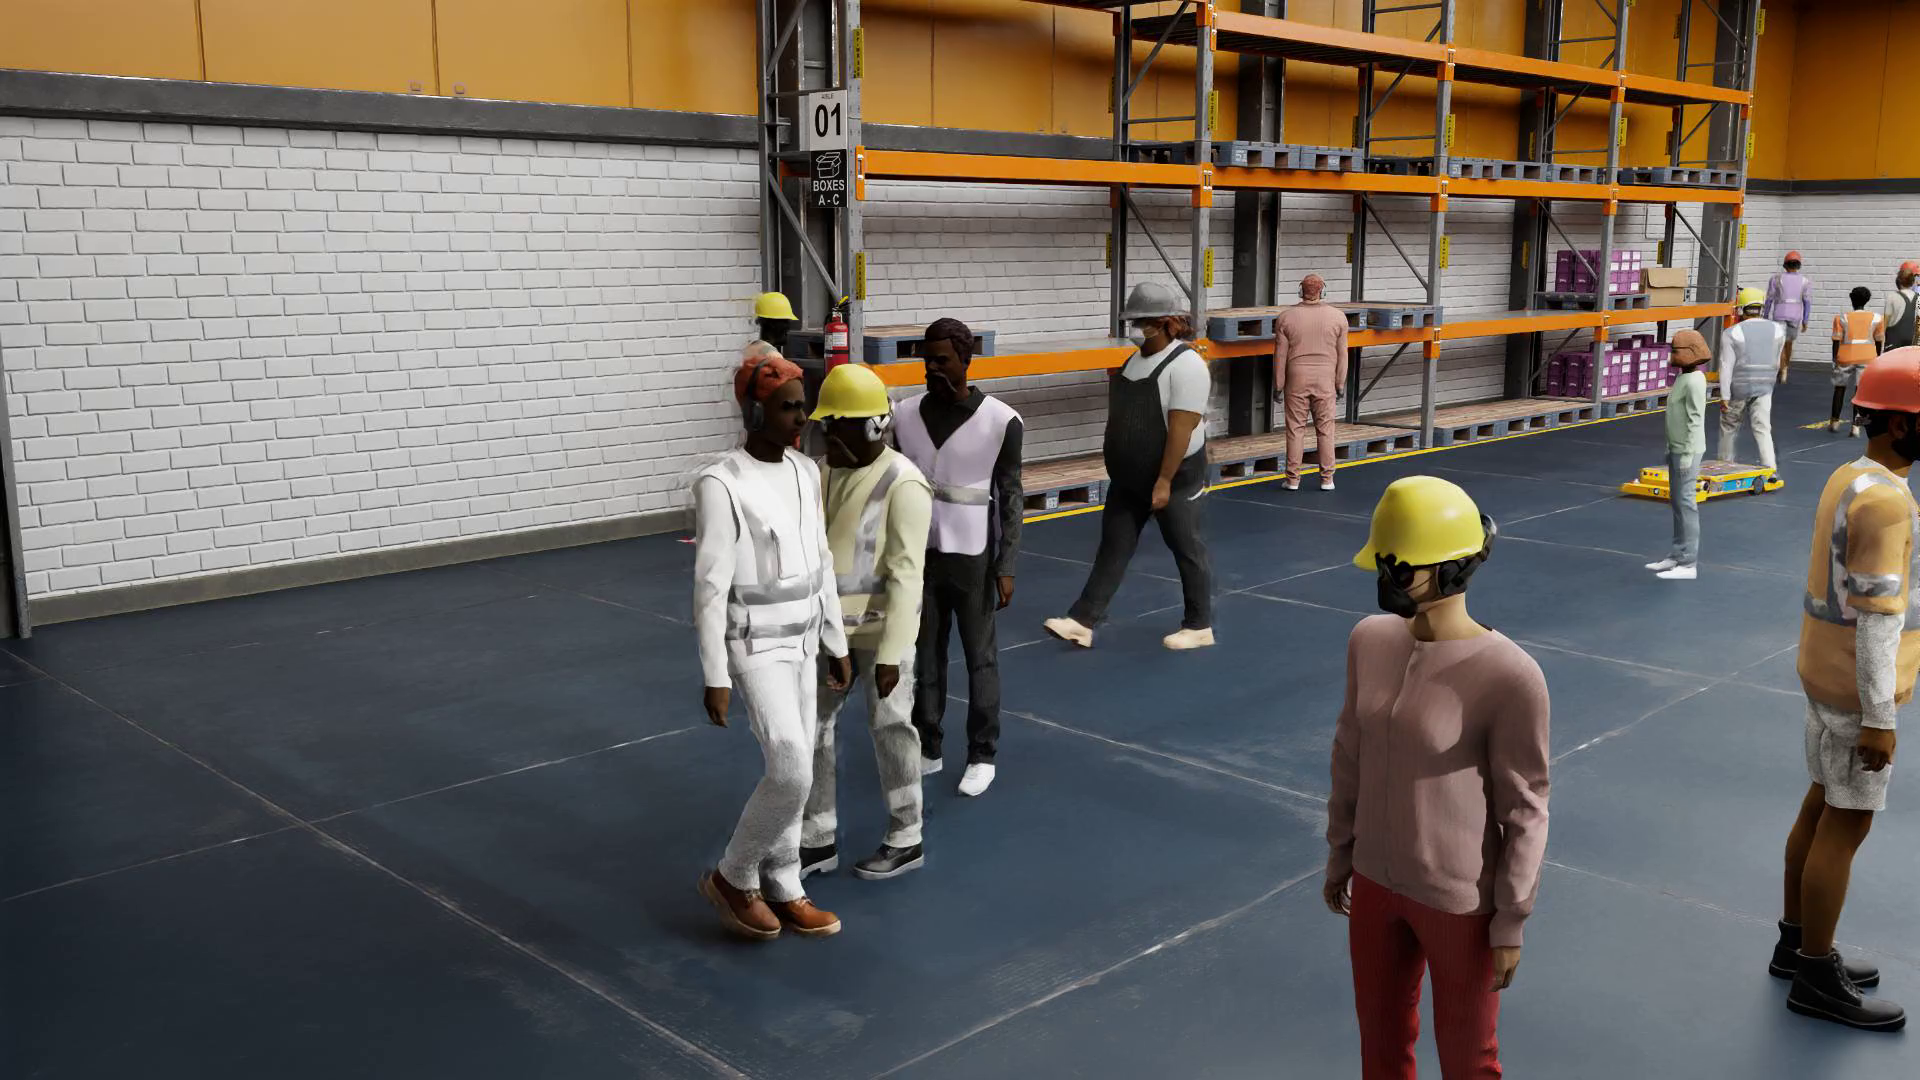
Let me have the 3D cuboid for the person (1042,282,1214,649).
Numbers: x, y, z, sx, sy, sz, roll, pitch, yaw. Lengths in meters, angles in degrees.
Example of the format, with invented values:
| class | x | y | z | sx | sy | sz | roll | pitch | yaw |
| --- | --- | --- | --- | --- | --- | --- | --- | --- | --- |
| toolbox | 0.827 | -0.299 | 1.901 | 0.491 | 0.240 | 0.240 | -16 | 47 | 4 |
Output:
| class | x | y | z | sx | sy | sz | roll | pitch | yaw |
| --- | --- | --- | --- | --- | --- | --- | --- | --- | --- |
| person | 0.958 | -0.392 | 8.881 | 0.990 | 2.000 | 0.686 | -6 | 12 | -31 |

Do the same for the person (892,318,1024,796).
| class | x | y | z | sx | sy | sz | roll | pitch | yaw |
| --- | --- | --- | --- | --- | --- | --- | --- | --- | --- |
| person | -0.018 | 0.065 | 6.722 | 0.590 | 1.919 | 0.395 | 6 | 12 | 29 |

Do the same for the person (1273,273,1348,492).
| class | x | y | z | sx | sy | sz | roll | pitch | yaw |
| --- | --- | --- | --- | --- | --- | --- | --- | --- | --- |
| person | 3.066 | -1.373 | 14.595 | 0.642 | 1.910 | 0.401 | 1 | 10 | 7 |

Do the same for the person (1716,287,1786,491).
| class | x | y | z | sx | sy | sz | roll | pitch | yaw |
| --- | --- | --- | --- | --- | --- | --- | --- | --- | --- |
| person | 6.999 | -1.339 | 14.729 | 0.573 | 1.793 | 0.853 | 0 | 10 | 1 |

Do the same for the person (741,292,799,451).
| class | x | y | z | sx | sy | sz | roll | pitch | yaw |
| --- | --- | --- | --- | --- | --- | --- | --- | --- | --- |
| person | -1.285 | -0.691 | 10.961 | 0.991 | 1.882 | 0.605 | -3 | 11 | -16 |

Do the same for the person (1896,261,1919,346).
| class | x | y | z | sx | sy | sz | roll | pitch | yaw |
| --- | --- | --- | --- | --- | --- | --- | --- | --- | --- |
| person | 13.265 | -2.976 | 23.398 | 0.958 | 1.879 | 0.545 | 0 | 10 | 2 |

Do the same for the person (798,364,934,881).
| class | x | y | z | sx | sy | sz | roll | pitch | yaw |
| --- | --- | --- | --- | --- | --- | --- | --- | --- | --- |
| person | -0.406 | 0.314 | 5.657 | 0.708 | 1.805 | 0.614 | -9 | 14 | -40 |

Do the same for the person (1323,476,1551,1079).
| class | x | y | z | sx | sy | sz | roll | pitch | yaw |
| --- | --- | --- | --- | --- | --- | --- | --- | --- | --- |
| person | 0.961 | 0.737 | 3.493 | 0.327 | 1.761 | 0.533 | -7 | 12 | -32 |

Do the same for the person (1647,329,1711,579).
| class | x | y | z | sx | sy | sz | roll | pitch | yaw |
| --- | --- | --- | --- | --- | --- | --- | --- | --- | --- |
| person | 4.739 | -0.561 | 10.917 | 0.266 | 1.632 | 0.506 | 3 | 11 | 13 |

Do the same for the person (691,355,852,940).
| class | x | y | z | sx | sy | sz | roll | pitch | yaw |
| --- | --- | --- | --- | --- | --- | --- | --- | --- | --- |
| person | -0.561 | 0.363 | 5.213 | 0.409 | 1.870 | 0.610 | 5 | 12 | 27 |

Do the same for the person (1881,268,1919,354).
| class | x | y | z | sx | sy | sz | roll | pitch | yaw |
| --- | --- | --- | --- | --- | --- | --- | --- | --- | --- |
| person | 12.025 | -2.544 | 21.200 | 0.517 | 1.829 | 0.748 | -2 | 11 | -9 |

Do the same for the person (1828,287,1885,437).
| class | x | y | z | sx | sy | sz | roll | pitch | yaw |
| --- | --- | --- | --- | --- | --- | --- | --- | --- | --- |
| person | 10.088 | -2.012 | 18.746 | 0.546 | 1.659 | 0.818 | 4 | 11 | 23 |

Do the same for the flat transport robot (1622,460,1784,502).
| class | x | y | z | sx | sy | sz | roll | pitch | yaw |
| --- | --- | --- | --- | --- | --- | --- | --- | --- | --- |
| flat transport robot | 6.466 | -0.527 | 14.447 | 1.431 | 0.197 | 0.652 | -7 | 13 | -35 |

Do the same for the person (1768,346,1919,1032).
| class | x | y | z | sx | sy | sz | roll | pitch | yaw |
| --- | --- | --- | --- | --- | --- | --- | --- | --- | --- |
| person | 2.609 | 0.414 | 4.765 | 0.376 | 1.936 | 0.549 | 3 | 11 | 18 |

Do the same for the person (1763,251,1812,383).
| class | x | y | z | sx | sy | sz | roll | pitch | yaw |
| --- | --- | --- | --- | --- | --- | --- | --- | --- | --- |
| person | 12.685 | -3.426 | 25.577 | 0.615 | 1.983 | 1.057 | 2 | 11 | 10 |
